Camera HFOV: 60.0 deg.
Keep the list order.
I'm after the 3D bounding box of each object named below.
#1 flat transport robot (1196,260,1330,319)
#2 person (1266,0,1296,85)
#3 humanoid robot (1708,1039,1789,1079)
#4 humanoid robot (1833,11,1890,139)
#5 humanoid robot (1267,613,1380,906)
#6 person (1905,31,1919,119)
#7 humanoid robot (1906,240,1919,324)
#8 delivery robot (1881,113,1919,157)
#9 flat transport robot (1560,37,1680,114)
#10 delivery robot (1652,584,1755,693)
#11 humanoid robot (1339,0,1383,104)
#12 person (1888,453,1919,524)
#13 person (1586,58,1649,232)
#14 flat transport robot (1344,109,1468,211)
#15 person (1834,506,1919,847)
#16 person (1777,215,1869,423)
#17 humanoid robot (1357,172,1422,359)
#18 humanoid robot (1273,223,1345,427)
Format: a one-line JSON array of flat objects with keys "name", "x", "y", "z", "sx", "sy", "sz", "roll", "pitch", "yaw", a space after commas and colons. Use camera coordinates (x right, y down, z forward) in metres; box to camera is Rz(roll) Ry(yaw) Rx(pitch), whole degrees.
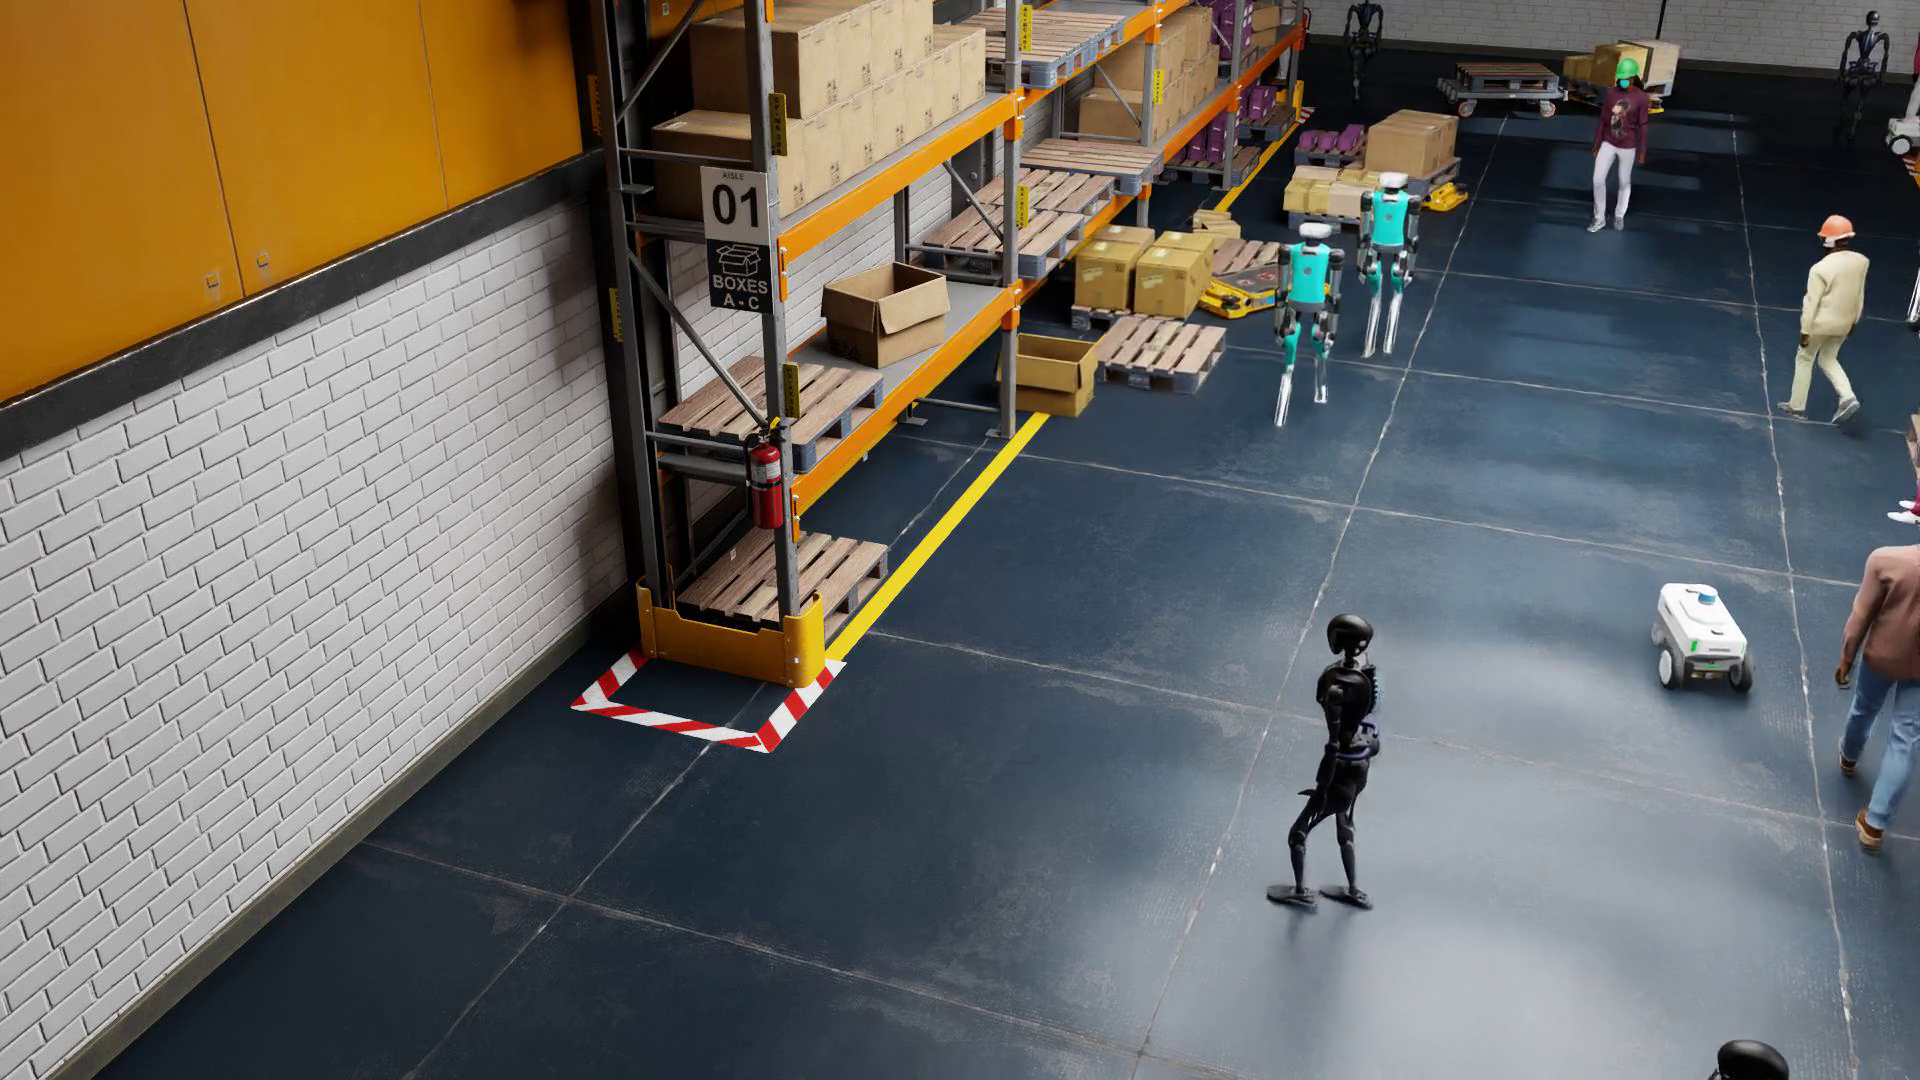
[{"name": "flat transport robot", "x": 3.005, "y": -2.510, "z": 16.620, "sx": 1.431, "sy": 0.231, "sz": 0.659, "roll": -18, "pitch": 32, "yaw": -30}, {"name": "person", "x": 4.917, "y": -7.931, "z": 25.314, "sx": 0.356, "sy": 1.937, "sz": 0.634, "roll": 7, "pitch": 28, "yaw": 14}, {"name": "humanoid robot", "x": 2.516, "y": 2.354, "z": 5.706, "sx": 0.788, "sy": 1.633, "sz": 0.609, "roll": 6, "pitch": 28, "yaw": 12}, {"name": "humanoid robot", "x": 12.179, "y": -6.291, "z": 22.429, "sx": 0.616, "sy": 1.634, "sz": 0.611, "roll": 16, "pitch": 31, "yaw": 28}, {"name": "humanoid robot", "x": 1.819, "y": 1.082, "z": 8.122, "sx": 0.552, "sy": 1.640, "sz": 0.612, "roll": 13, "pitch": 30, "yaw": 24}, {"name": "person", "x": 12.978, "y": -6.232, "z": 22.119, "sx": 0.632, "sy": 1.846, "sz": 0.429, "roll": -2, "pitch": 27, "yaw": -5}, {"name": "humanoid robot", "x": 9.238, "y": -2.839, "z": 15.509, "sx": 0.533, "sy": 1.677, "sz": 0.735, "roll": 12, "pitch": 30, "yaw": 23}, {"name": "delivery robot", "x": 12.493, "y": -5.301, "z": 21.729, "sx": 0.783, "sy": 0.601, "sz": 0.499, "roll": 7, "pitch": 28, "yaw": 12}, {"name": "flat transport robot", "x": 9.462, "y": -6.414, "z": 24.193, "sx": 0.659, "sy": 0.231, "sz": 1.431, "roll": -12, "pitch": 30, "yaw": -22}, {"name": "delivery robot", "x": 4.584, "y": 0.577, "z": 10.312, "sx": 0.499, "sy": 0.587, "sz": 0.788, "roll": 2, "pitch": 27, "yaw": 4}, {"name": "humanoid robot", "x": 5.866, "y": -7.280, "z": 24.374, "sx": 0.601, "sy": 1.626, "sz": 0.753, "roll": -1, "pitch": 27, "yaw": -2}, {"name": "person", "x": 7.074, "y": -0.884, "z": 11.986, "sx": 0.279, "sy": 1.628, "sz": 0.503, "roll": 22, "pitch": 34, "yaw": 36}, {"name": "person", "x": 7.294, "y": -4.365, "z": 18.428, "sx": 0.629, "sy": 1.906, "sz": 0.779, "roll": 19, "pitch": 33, "yaw": 32}, {"name": "flat transport robot", "x": 5.269, "y": -4.196, "z": 19.891, "sx": 1.431, "sy": 0.231, "sz": 0.659, "roll": 18, "pitch": 32, "yaw": 30}, {"name": "person", "x": 4.995, "y": 0.594, "z": 8.773, "sx": 0.640, "sy": 1.938, "sz": 1.050, "roll": 12, "pitch": 30, "yaw": 22}, {"name": "person", "x": 7.140, "y": -1.769, "z": 13.589, "sx": 0.589, "sy": 1.719, "sz": 0.635, "roll": -9, "pitch": 29, "yaw": -16}, {"name": "humanoid robot", "x": 3.848, "y": -2.486, "z": 14.965, "sx": 0.546, "sy": 1.777, "sz": 0.737, "roll": 10, "pitch": 29, "yaw": 19}, {"name": "humanoid robot", "x": 2.897, "y": -1.809, "z": 13.740, "sx": 0.530, "sy": 1.807, "sz": 0.969, "roll": 10, "pitch": 29, "yaw": 19}]
